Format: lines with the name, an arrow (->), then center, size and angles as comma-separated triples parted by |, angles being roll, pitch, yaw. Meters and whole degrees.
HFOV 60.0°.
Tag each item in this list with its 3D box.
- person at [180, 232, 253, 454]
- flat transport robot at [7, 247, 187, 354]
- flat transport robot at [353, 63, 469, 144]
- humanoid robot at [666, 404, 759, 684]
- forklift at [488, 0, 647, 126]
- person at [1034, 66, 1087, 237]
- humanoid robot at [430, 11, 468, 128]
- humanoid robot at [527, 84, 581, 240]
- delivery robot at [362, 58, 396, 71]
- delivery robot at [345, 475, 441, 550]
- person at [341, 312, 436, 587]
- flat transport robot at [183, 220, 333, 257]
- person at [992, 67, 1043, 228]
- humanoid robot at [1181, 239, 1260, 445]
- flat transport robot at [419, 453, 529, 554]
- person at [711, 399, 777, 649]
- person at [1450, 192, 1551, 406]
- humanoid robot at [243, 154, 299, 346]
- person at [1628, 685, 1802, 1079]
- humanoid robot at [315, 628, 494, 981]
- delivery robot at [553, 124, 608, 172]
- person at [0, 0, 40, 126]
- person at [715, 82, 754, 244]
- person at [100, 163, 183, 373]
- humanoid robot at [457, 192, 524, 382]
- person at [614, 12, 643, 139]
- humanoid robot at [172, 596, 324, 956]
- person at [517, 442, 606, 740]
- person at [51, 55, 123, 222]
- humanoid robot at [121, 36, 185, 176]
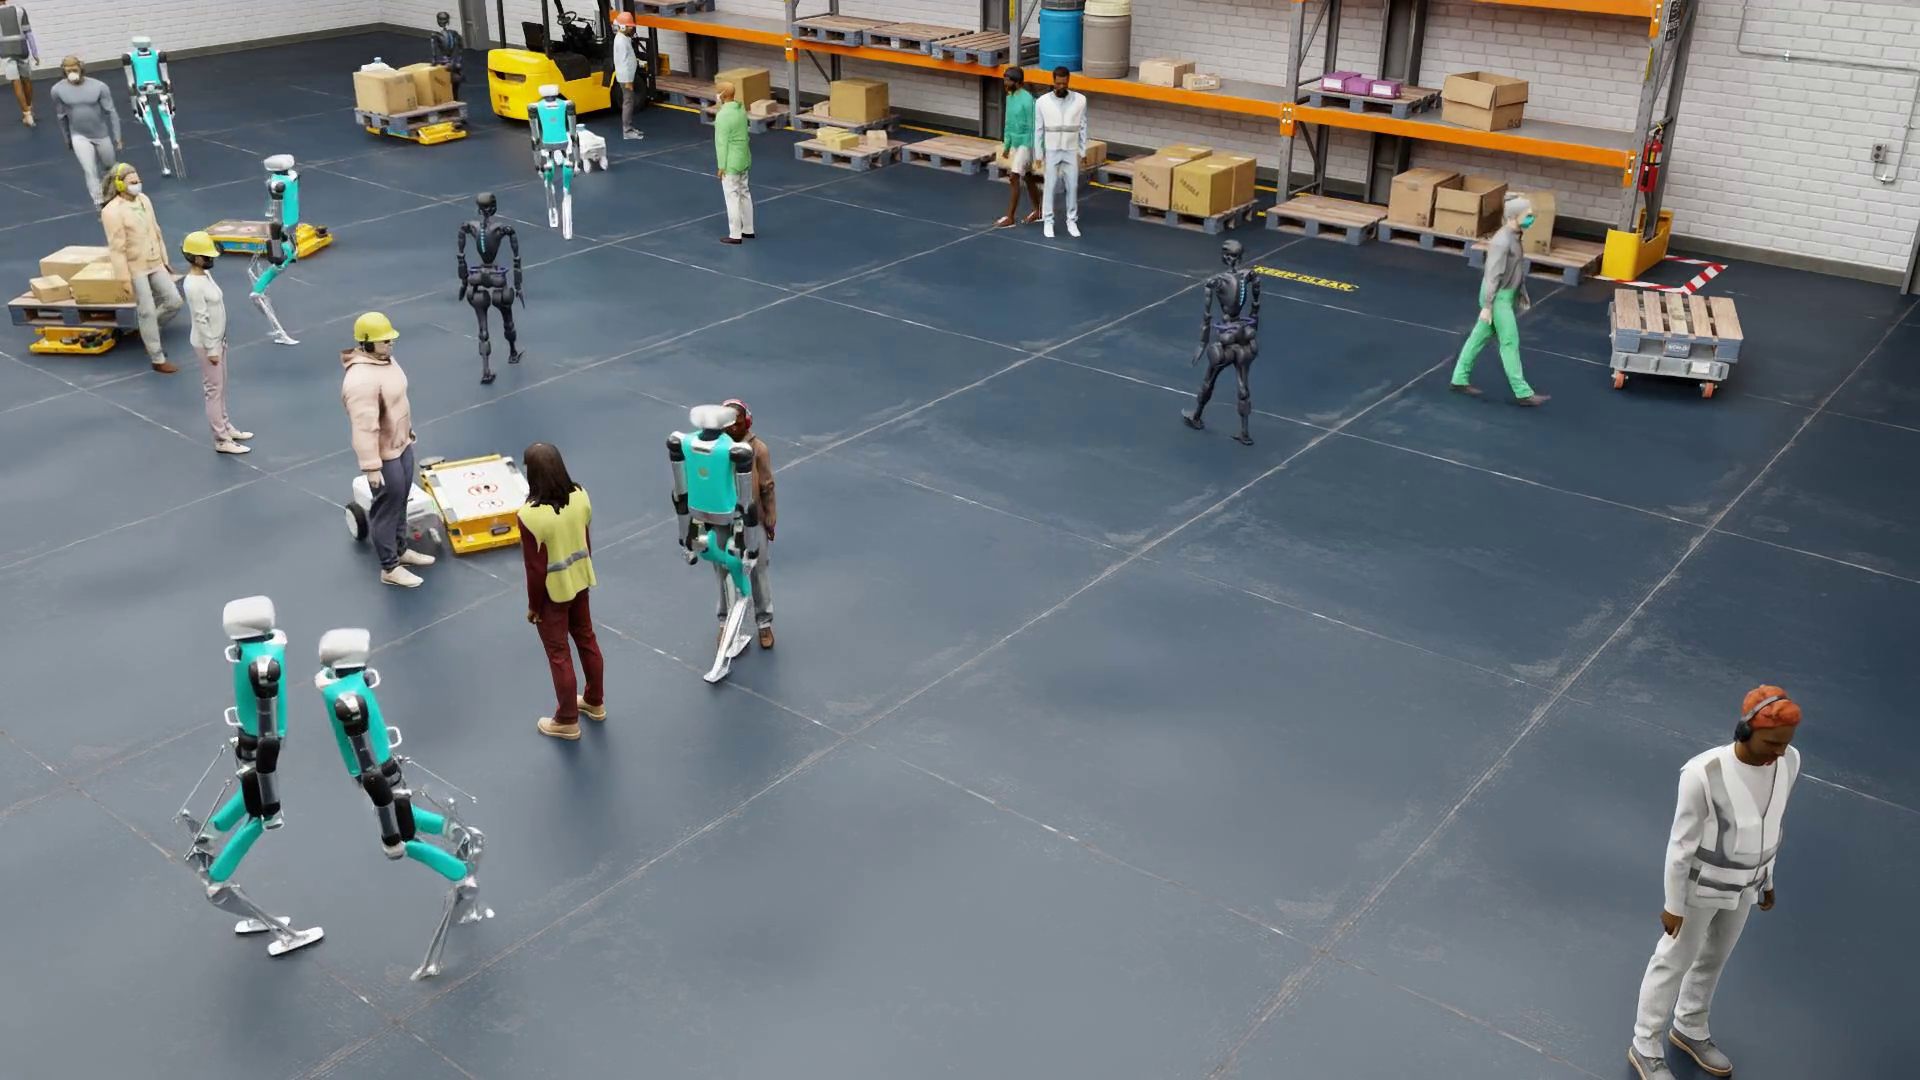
person -> -5.857, -1.552, 13.070 | 0.325, 1.761, 0.523 | -6, 26, -13
flat transport robot -> -8.177, -2.092, 15.902 | 0.659, 0.231, 1.431 | 2, 26, 4
flat transport robot -> -7.785, -5.884, 23.757 | 1.431, 0.231, 0.659 | 18, 31, 33
humanoid robot -> -1.375, -0.035, 9.951 | 0.551, 1.767, 0.874 | 9, 27, 17
forklift -> -5.874, -7.334, 24.552 | 1.214, 2.155, 2.313 | 19, 32, 34
person -> 1.131, -4.383, 18.768 | 0.599, 1.904, 0.394 | -3, 26, -7
humanoid robot -> -7.368, -6.730, 23.887 | 0.358, 1.653, 0.609 | 16, 30, 29
humanoid robot -> -4.592, -4.334, 18.868 | 0.543, 1.773, 0.961 | -8, 27, -16
delivery robot -> -9.253, -7.382, 26.531 | 0.499, 0.596, 0.795 | -20, 32, -35
delivery robot -> -3.986, -0.224, 11.720 | 0.499, 0.608, 0.801 | -21, 33, -36
person -> -3.802, -0.608, 10.993 | 0.422, 1.863, 0.810 | 0, 26, -1
flat transport robot -> -7.818, -3.348, 18.504 | 1.431, 0.231, 0.659 | 4, 26, 8
person -> 0.647, -4.516, 19.149 | 0.849, 1.807, 0.513 | -12, 28, -23
humanoid robot -> 2.139, -1.615, 13.324 | 0.600, 1.627, 0.718 | -13, 29, -25
flat transport robot -> -3.509, -0.302, 12.195 | 0.659, 0.231, 1.431 | -12, 28, -23
person -> -1.351, -0.106, 10.206 | 0.463, 1.648, 0.326 | -1, 26, -2
person -> 4.662, -2.031, 14.006 | 0.907, 1.796, 0.526 | 11, 28, 22
humanoid robot -> -6.434, -2.673, 15.429 | 0.776, 1.785, 0.530 | -1, 26, -3
person -> 3.095, 1.416, 6.778 | 0.573, 1.887, 0.355 | -11, 28, -21
humanoid robot -> -2.377, 1.166, 7.505 | 0.798, 1.801, 0.531 | -11, 28, -22
delivery robot -> -5.006, -5.195, 21.999 | 0.499, 0.593, 0.789 | -23, 34, -39
person -> -13.908, -7.138, 24.359 | 0.615, 2.000, 0.965 | -22, 33, -38
person -> -2.522, -4.200, 18.545 | 0.390, 1.778, 0.534 | 9, 27, 19
person -> -7.256, -2.408, 14.724 | 0.469, 1.862, 0.598 | 6, 26, 12
humanoid robot -> -4.159, -2.266, 14.704 | 0.601, 1.626, 0.786 | 1, 26, 2
person -> -4.674, -6.538, 23.418 | 0.345, 1.740, 0.573 | -5, 26, -9
humanoid robot -> -3.322, 1.111, 7.542 | 0.733, 1.742, 0.532 | -12, 28, -24
person -> -2.216, 0.288, 9.251 | 0.379, 1.768, 0.468 | 15, 29, 28
person -> -10.261, -4.797, 19.665 | 0.653, 1.892, 1.008 | -10, 28, -20
humanoid robot -> -10.238, -5.425, 21.237 | 0.539, 1.900, 0.714 | -17, 30, -31
